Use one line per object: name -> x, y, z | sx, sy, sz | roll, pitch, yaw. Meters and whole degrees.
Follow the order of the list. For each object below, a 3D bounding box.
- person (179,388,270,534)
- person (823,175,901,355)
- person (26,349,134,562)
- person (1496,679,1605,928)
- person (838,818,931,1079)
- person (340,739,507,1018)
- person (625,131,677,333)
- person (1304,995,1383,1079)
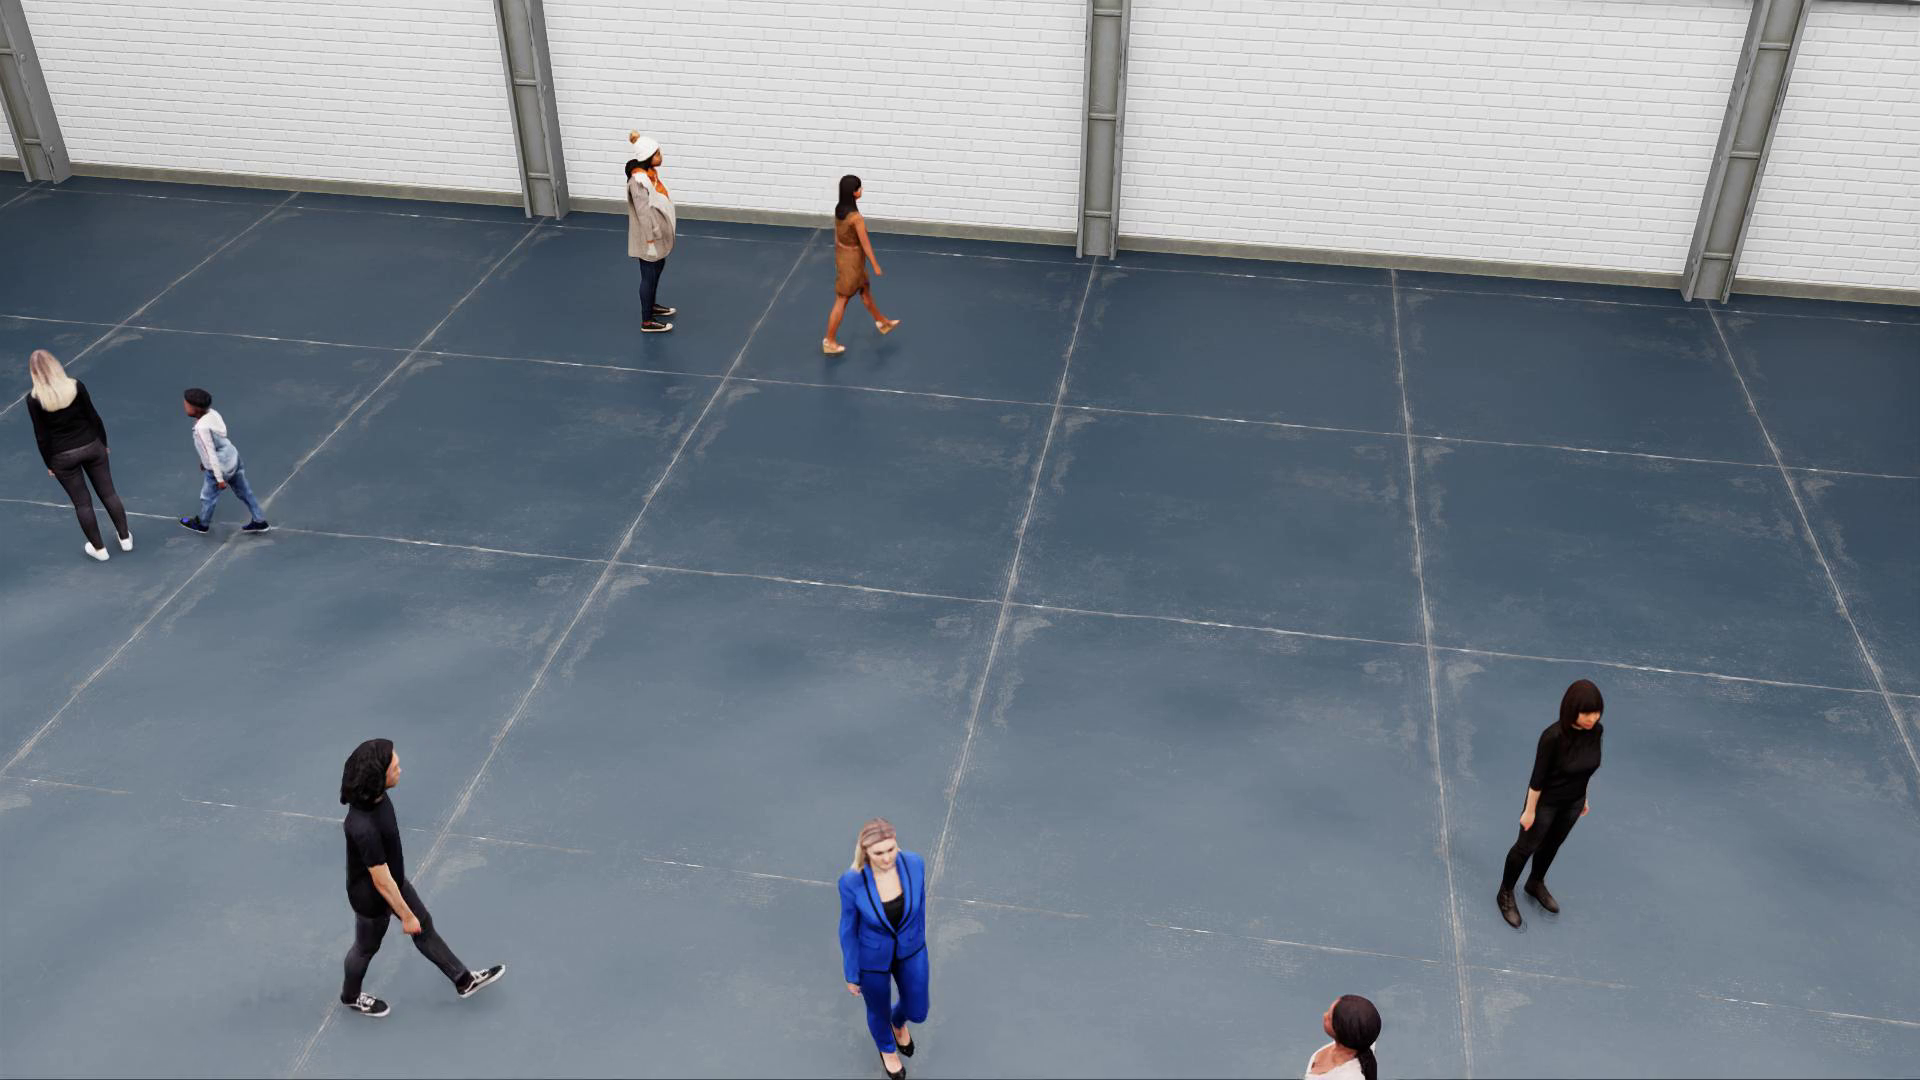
person -> -5.498, -0.568, 12.511 | 0.869, 1.230, 0.524 | 2, 34, 2
person -> -1.058, -2.424, 14.926 | 1.102, 1.648, 0.942 | -14, 36, -21
person -> -6.464, -0.618, 12.175 | 0.698, 1.685, 0.734 | -26, 42, -33
person -> 3.270, 1.417, 9.153 | 0.615, 1.641, 0.725 | -12, 35, -18
person -> -0.399, 1.992, 8.245 | 0.722, 1.688, 0.806 | -13, 36, -18
person -> -3.053, 1.770, 8.489 | 1.201, 1.788, 0.923 | -4, 34, -6
person -> -2.885, -2.866, 15.372 | 0.725, 1.890, 0.726 | -1, 34, -1
person -> 1.698, 2.647, 7.227 | 0.835, 1.725, 0.737 | 16, 37, 23
